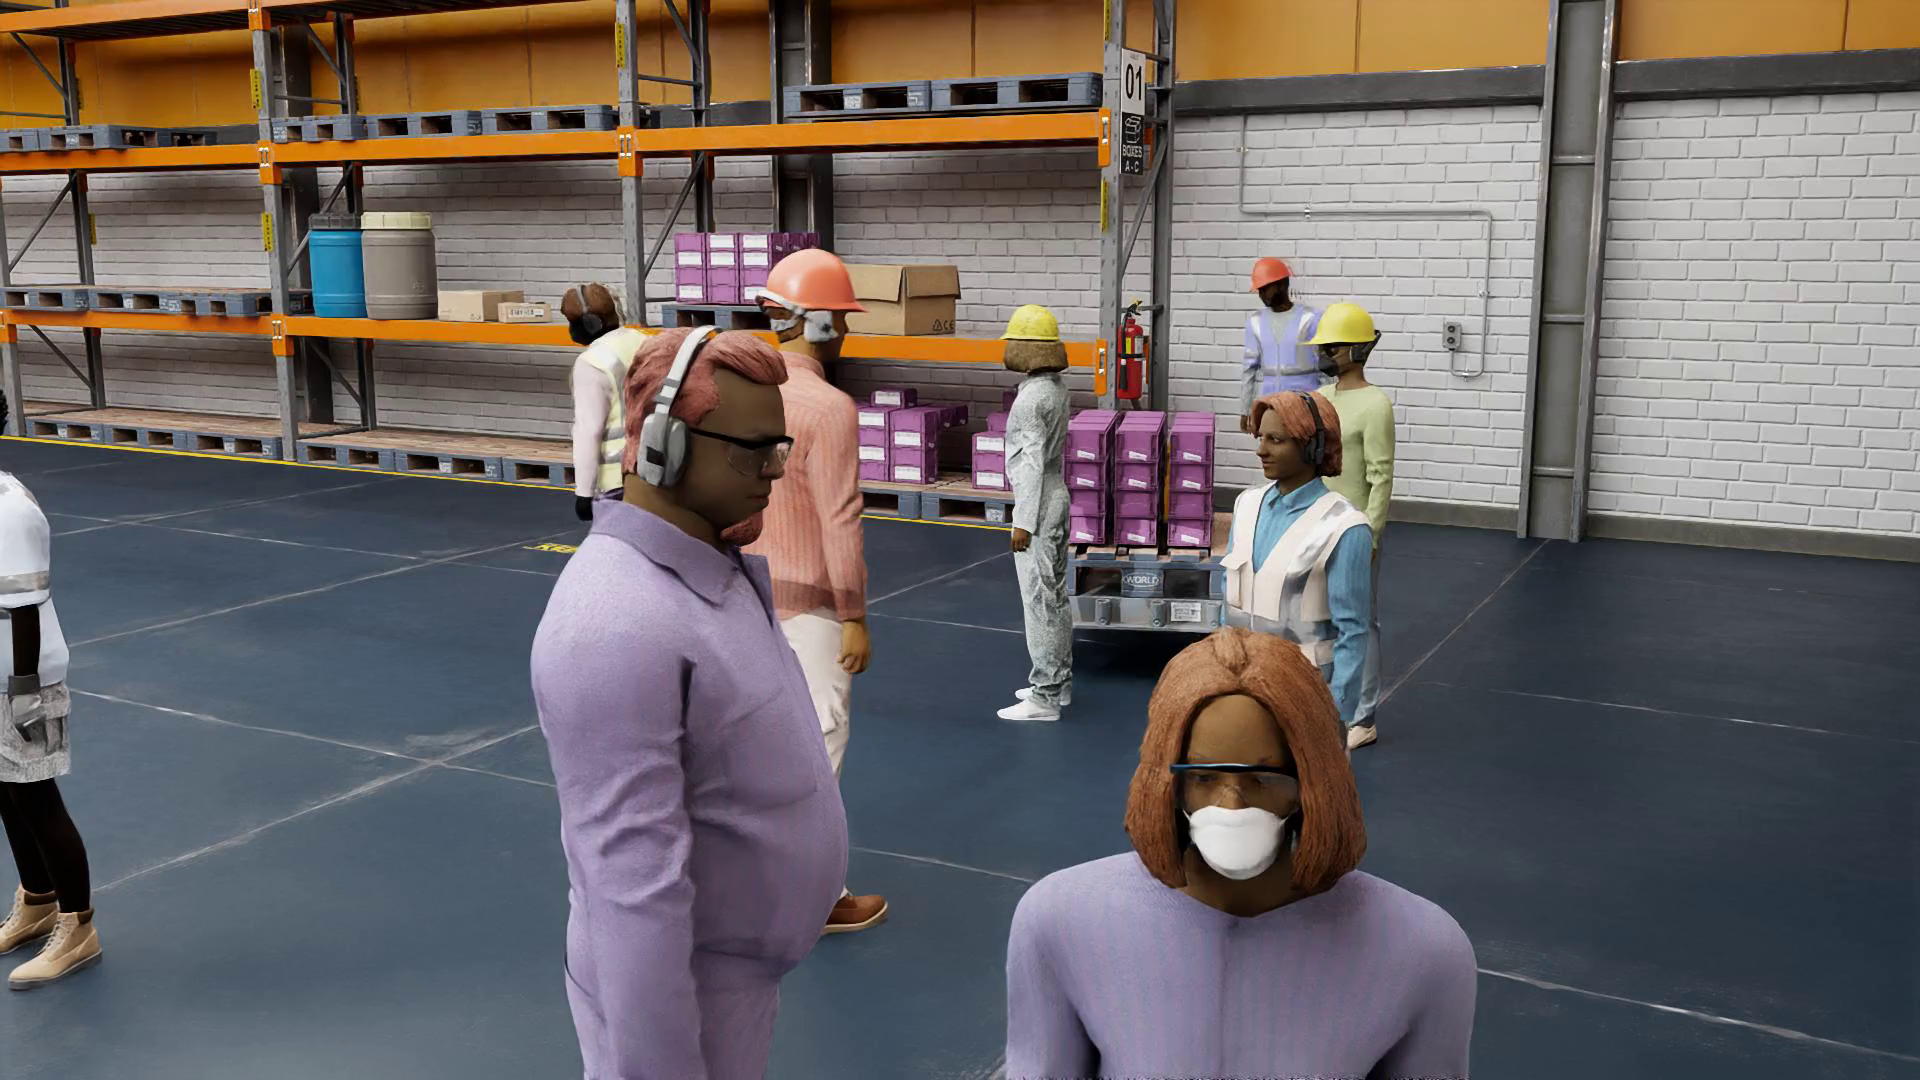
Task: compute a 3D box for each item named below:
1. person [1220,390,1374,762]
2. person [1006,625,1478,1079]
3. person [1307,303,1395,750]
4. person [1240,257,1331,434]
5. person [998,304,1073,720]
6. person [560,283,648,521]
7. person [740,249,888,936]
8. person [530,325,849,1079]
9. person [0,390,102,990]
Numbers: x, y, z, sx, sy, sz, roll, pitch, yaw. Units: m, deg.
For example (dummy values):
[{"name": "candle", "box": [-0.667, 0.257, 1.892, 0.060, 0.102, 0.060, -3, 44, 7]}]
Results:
[{"name": "person", "box": [0.855, 0.424, 4.349, 0.307, 1.641, 0.511, -6, 12, -31]}, {"name": "person", "box": [0.289, 0.888, 1.818, 0.501, 1.633, 0.282, 2, 10, 8]}, {"name": "person", "box": [1.507, -0.051, 6.606, 0.315, 1.769, 0.525, -4, 11, -21]}, {"name": "person", "box": [2.132, -0.903, 10.937, 0.555, 1.887, 0.567, 8, 13, 36]}, {"name": "person", "box": [0.309, -0.112, 7.001, 0.315, 1.742, 0.492, 3, 11, 17]}, {"name": "person", "box": [-1.592, -0.297, 7.836, 0.444, 1.810, 0.704, 3, 11, 18]}, {"name": "person", "box": [-0.451, 0.156, 4.867, 0.406, 1.986, 0.629, -7, 13, -35]}, {"name": "person", "box": [-0.362, 0.648, 2.407, 0.405, 1.903, 0.636, 0, 10, -1]}, {"name": "person", "box": [-2.616, 0.371, 4.513, 0.539, 1.693, 0.321, 8, 13, 39]}]
